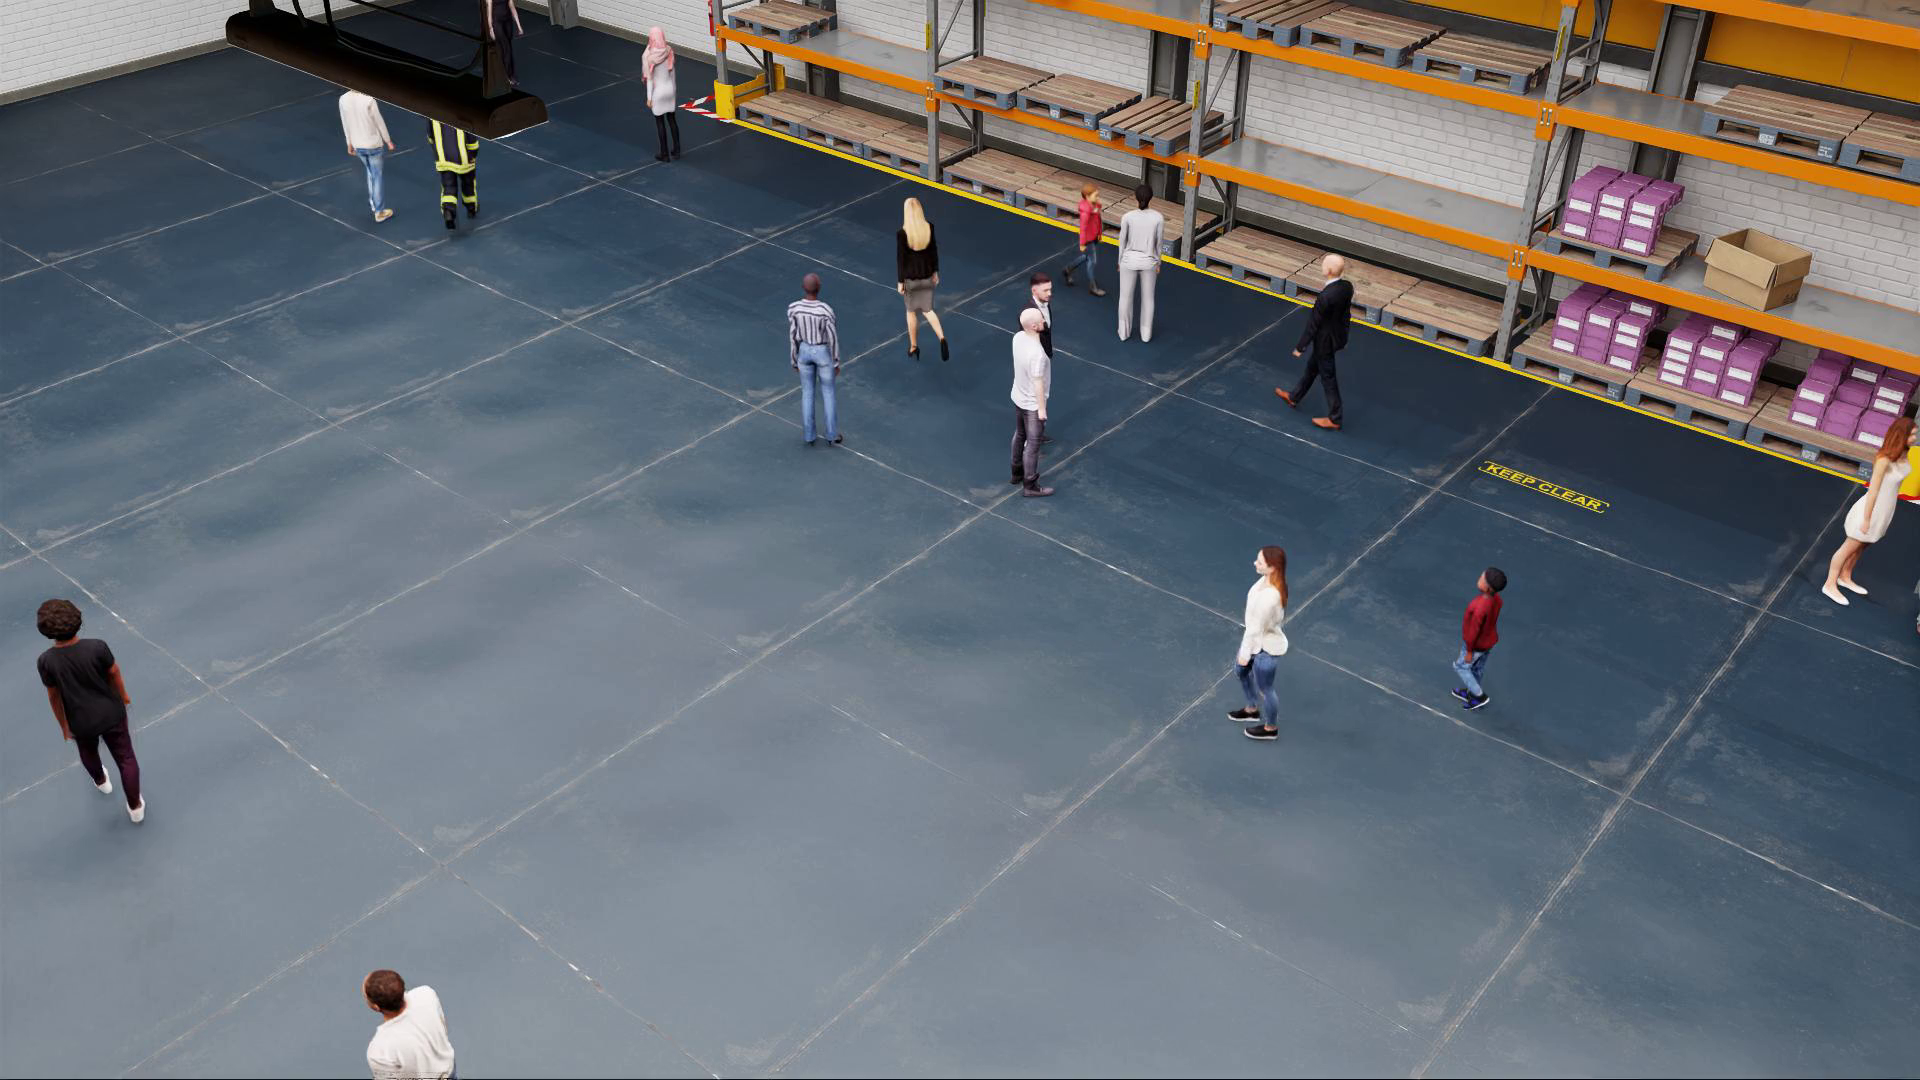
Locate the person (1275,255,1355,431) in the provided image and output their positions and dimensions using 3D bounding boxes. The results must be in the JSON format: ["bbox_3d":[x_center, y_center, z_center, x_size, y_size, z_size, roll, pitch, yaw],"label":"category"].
[{"bbox_3d":[3.628,-1.874,16.107,1.038,1.768,0.686,24,40,31],"label":"person"}]

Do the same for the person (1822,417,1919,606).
[{"bbox_3d":[7.551,-0.263,13.736,0.613,1.709,0.607,-20,39,-28],"label":"person"}]

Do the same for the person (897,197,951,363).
[{"bbox_3d":[-0.383,-2.607,17.159,0.816,1.824,1.056,-19,38,-26],"label":"person"}]

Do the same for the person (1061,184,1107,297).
[{"bbox_3d":[1.417,-3.433,18.873,0.880,1.301,0.612,17,37,23],"label":"person"}]

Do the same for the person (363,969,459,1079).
[{"bbox_3d":[-2.780,2.928,8.821,1.100,1.837,0.818,16,37,23],"label":"person"}]

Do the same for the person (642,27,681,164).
[{"bbox_3d":[-3.974,-5.958,22.220,0.664,1.803,0.638,-26,41,-33],"label":"person"}]

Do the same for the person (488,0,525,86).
[{"bbox_3d":[-6.924,-7.752,24.987,0.800,1.728,0.580,24,40,31],"label":"person"}]

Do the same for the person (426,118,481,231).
[{"bbox_3d":[-6.191,-4.713,20.264,1.246,1.895,1.292,-4,34,-5],"label":"person"}]

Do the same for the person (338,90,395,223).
[{"bbox_3d":[-7.321,-4.820,20.435,0.741,1.883,0.848,10,35,14],"label":"person"}]

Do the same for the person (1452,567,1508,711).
[{"bbox_3d":[3.988,0.777,12.588,0.551,1.248,0.523,26,42,33],"label":"person"}]

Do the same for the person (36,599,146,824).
[{"bbox_3d":[-5.960,1.216,11.462,0.832,1.763,1.023,-15,37,-22],"label":"person"}]

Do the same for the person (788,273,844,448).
[{"bbox_3d":[-1.370,-1.700,15.821,0.630,1.795,0.759,7,34,11],"label":"person"}]

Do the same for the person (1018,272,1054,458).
[{"bbox_3d":[0.701,-1.696,15.777,0.673,1.838,0.723,12,36,18],"label":"person"}]

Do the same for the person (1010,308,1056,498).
[{"bbox_3d":[0.630,-1.270,15.140,0.812,1.832,0.700,-12,35,-17],"label":"person"}]

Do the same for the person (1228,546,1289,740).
[{"bbox_3d":[2.316,0.782,12.196,0.773,1.675,0.744,5,34,7],"label":"person"}]

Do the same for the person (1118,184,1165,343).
[{"bbox_3d":[1.920,-2.954,17.764,0.674,1.732,0.768,2,34,3],"label":"person"}]
